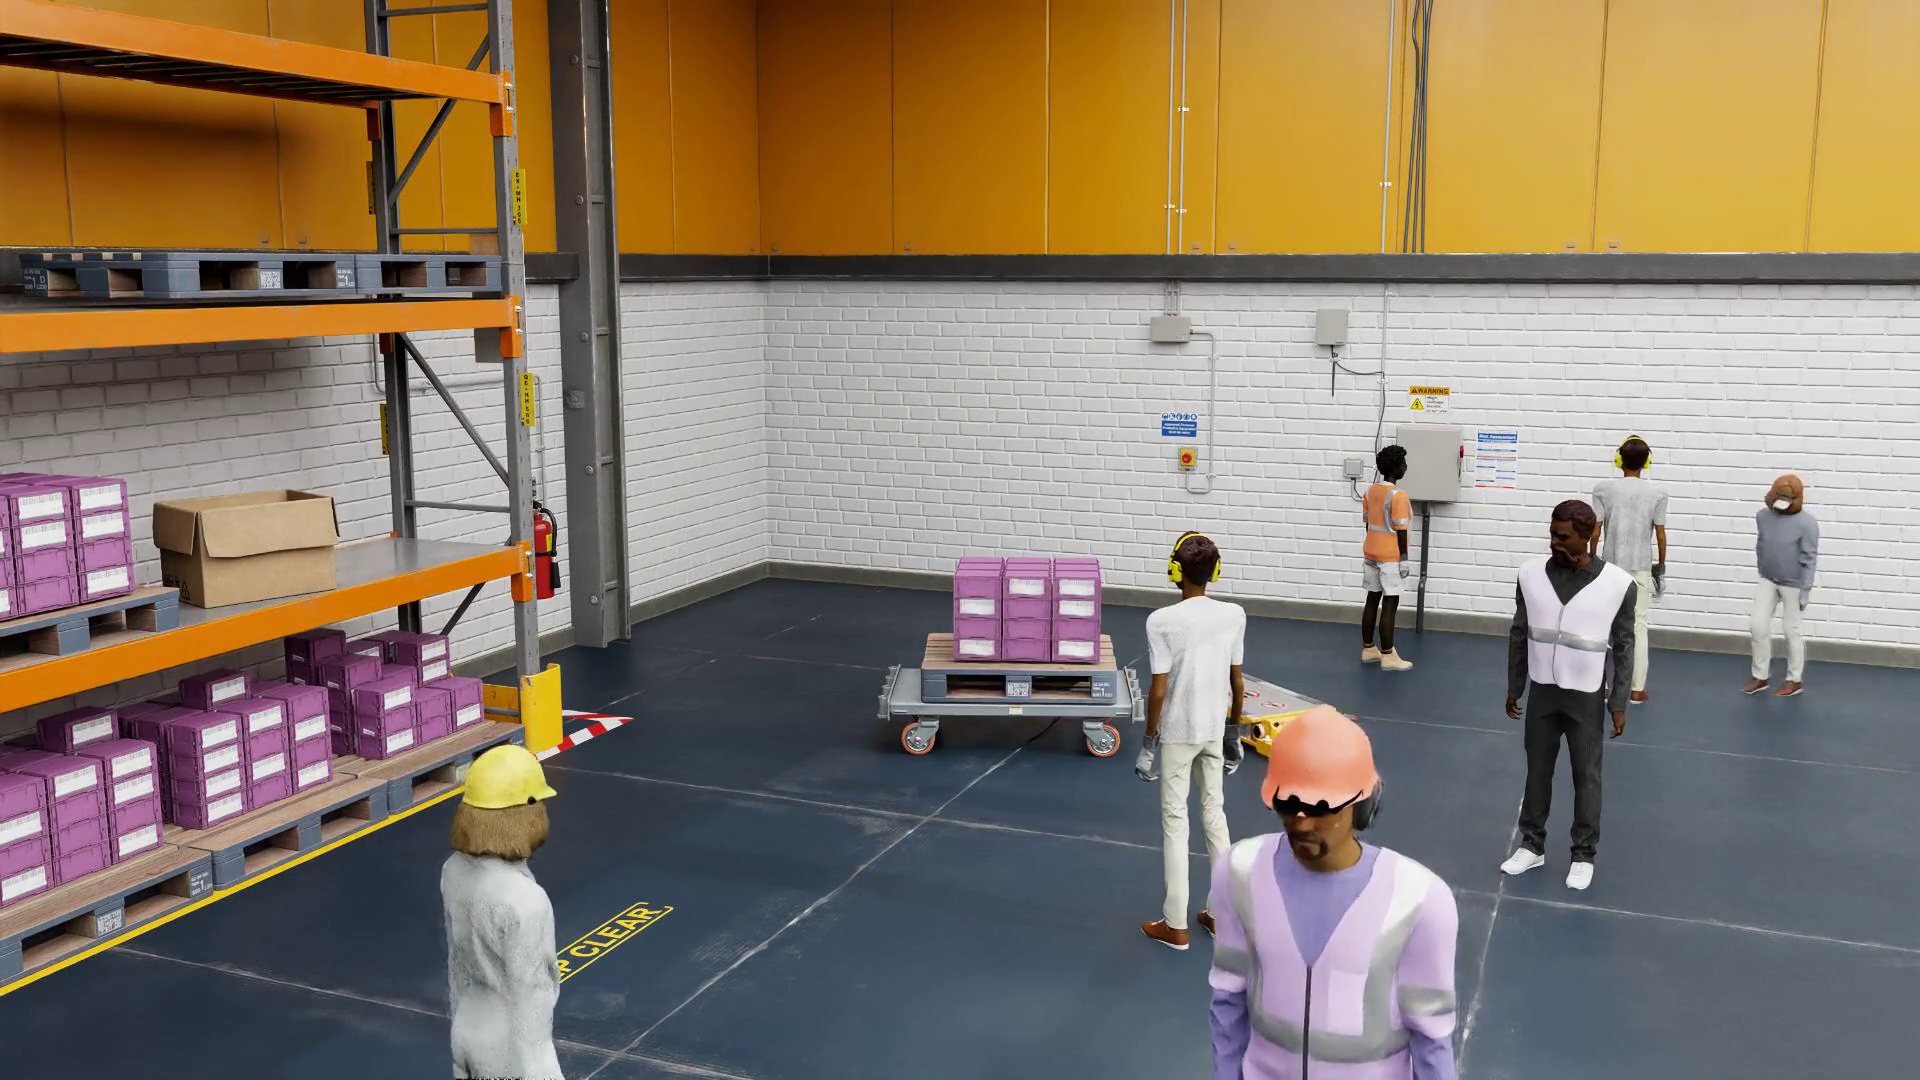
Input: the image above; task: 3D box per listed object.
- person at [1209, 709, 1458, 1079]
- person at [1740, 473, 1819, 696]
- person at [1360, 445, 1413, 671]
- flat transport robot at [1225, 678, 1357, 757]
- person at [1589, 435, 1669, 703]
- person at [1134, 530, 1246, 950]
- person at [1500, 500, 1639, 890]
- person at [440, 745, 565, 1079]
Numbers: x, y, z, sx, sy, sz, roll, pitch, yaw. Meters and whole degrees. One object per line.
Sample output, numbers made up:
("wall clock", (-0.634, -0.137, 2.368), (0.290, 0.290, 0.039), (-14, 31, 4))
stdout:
("person", (0.867, 1.384, 3.996), (0.616, 2.023, 0.467), (6, 11, 31))
("person", (5.771, 0.322, 11.629), (0.556, 1.602, 0.514), (-5, 11, -30))
("person", (3.222, 0.130, 12.537), (0.319, 1.696, 0.532), (-3, 10, -17))
("flat transport robot", (1.907, 1.118, 10.855), (0.652, 0.197, 1.431), (-5, 11, -25))
("person", (4.608, 0.222, 11.551), (0.564, 1.885, 0.497), (4, 10, 22))
("person", (1.026, 0.888, 7.421), (0.536, 1.869, 0.312), (-4, 10, -23))
("person", (2.988, 0.742, 8.171), (0.597, 1.913, 0.371), (8, 12, 39))
("person", (-1.276, 1.422, 4.649), (0.514, 1.748, 0.502), (-9, 13, -43))
